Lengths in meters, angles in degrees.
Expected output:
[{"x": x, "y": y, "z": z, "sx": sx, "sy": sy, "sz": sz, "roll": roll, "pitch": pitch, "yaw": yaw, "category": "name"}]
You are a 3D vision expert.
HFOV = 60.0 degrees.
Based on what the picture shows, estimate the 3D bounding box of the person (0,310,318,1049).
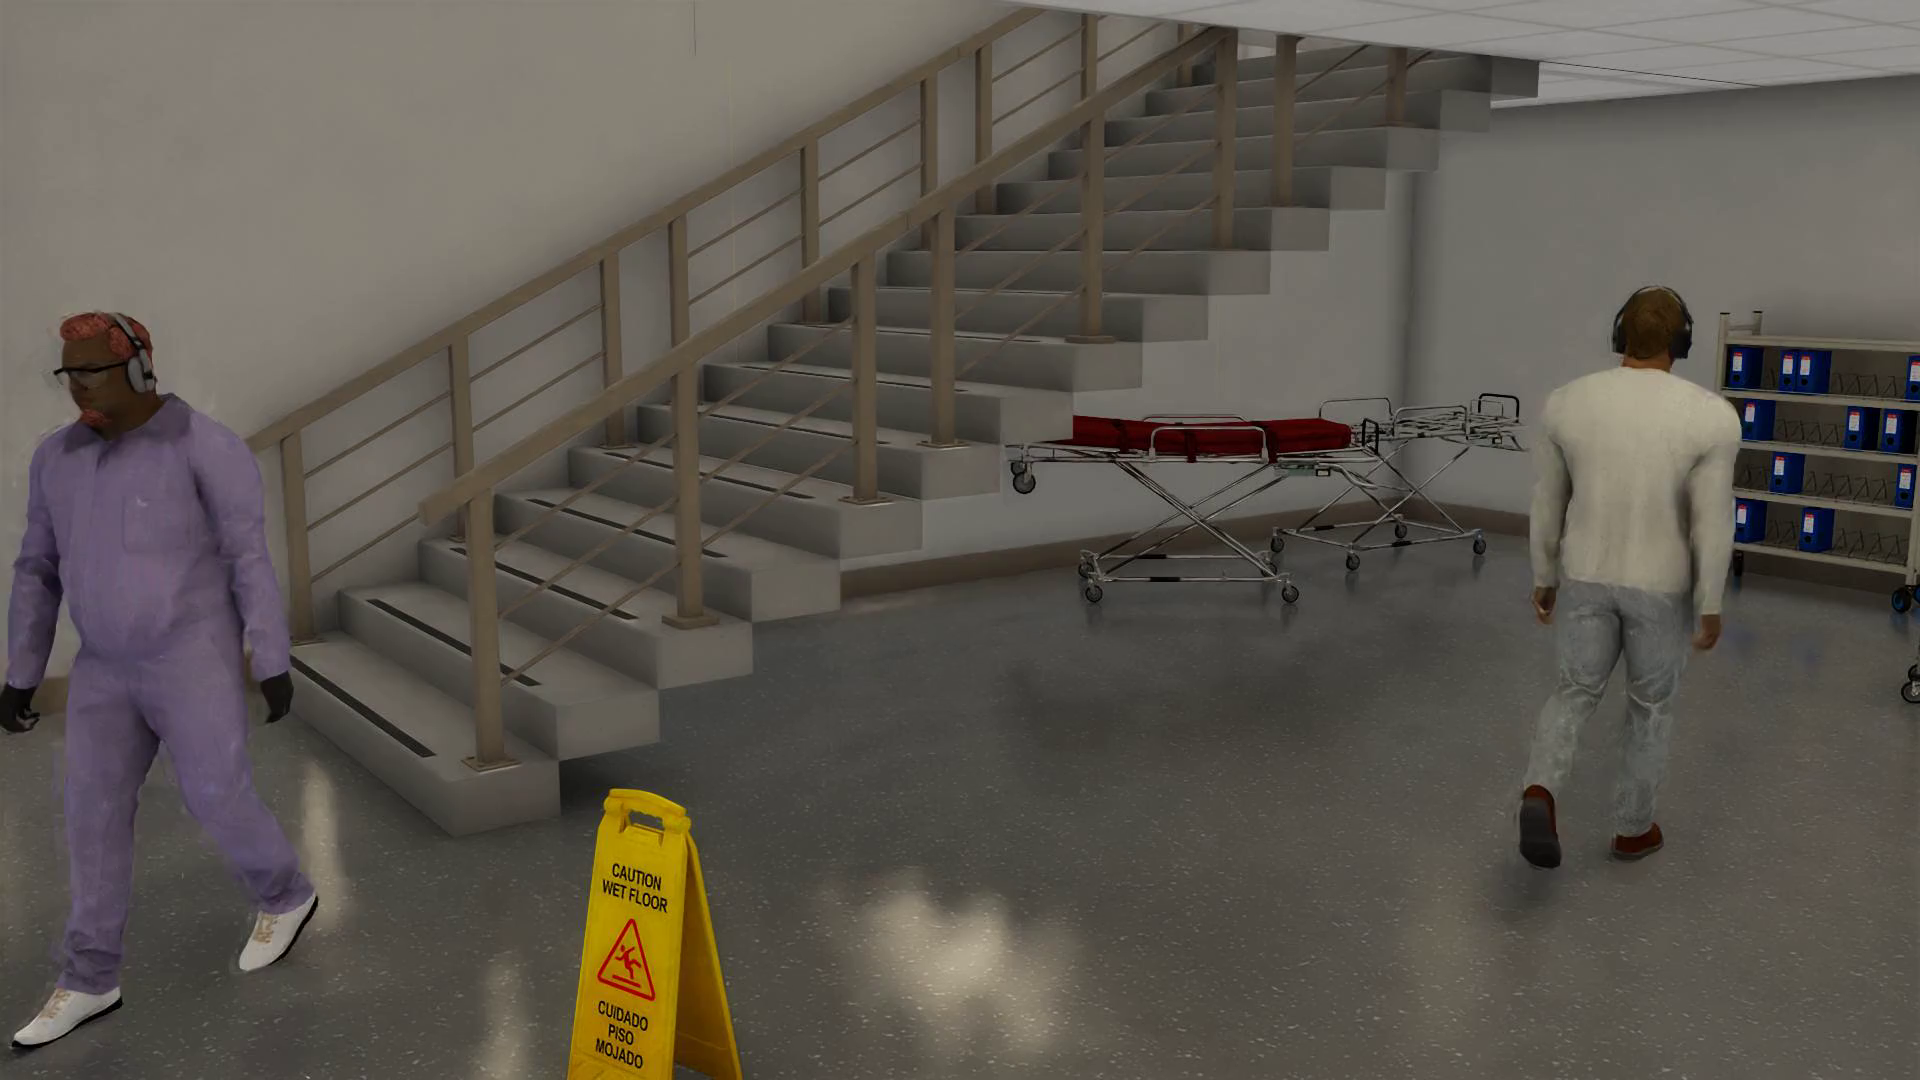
[{"x": -2.189, "y": 0.340, "z": 4.417, "sx": 0.695, "sy": 1.863, "sz": 0.853, "roll": 2, "pitch": 10, "yaw": 13, "category": "person"}]

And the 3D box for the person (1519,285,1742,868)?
[{"x": 2.116, "y": 0.149, "z": 5.340, "sx": 0.639, "sy": 1.918, "sz": 0.734, "roll": 8, "pitch": 13, "yaw": 40, "category": "person"}]
